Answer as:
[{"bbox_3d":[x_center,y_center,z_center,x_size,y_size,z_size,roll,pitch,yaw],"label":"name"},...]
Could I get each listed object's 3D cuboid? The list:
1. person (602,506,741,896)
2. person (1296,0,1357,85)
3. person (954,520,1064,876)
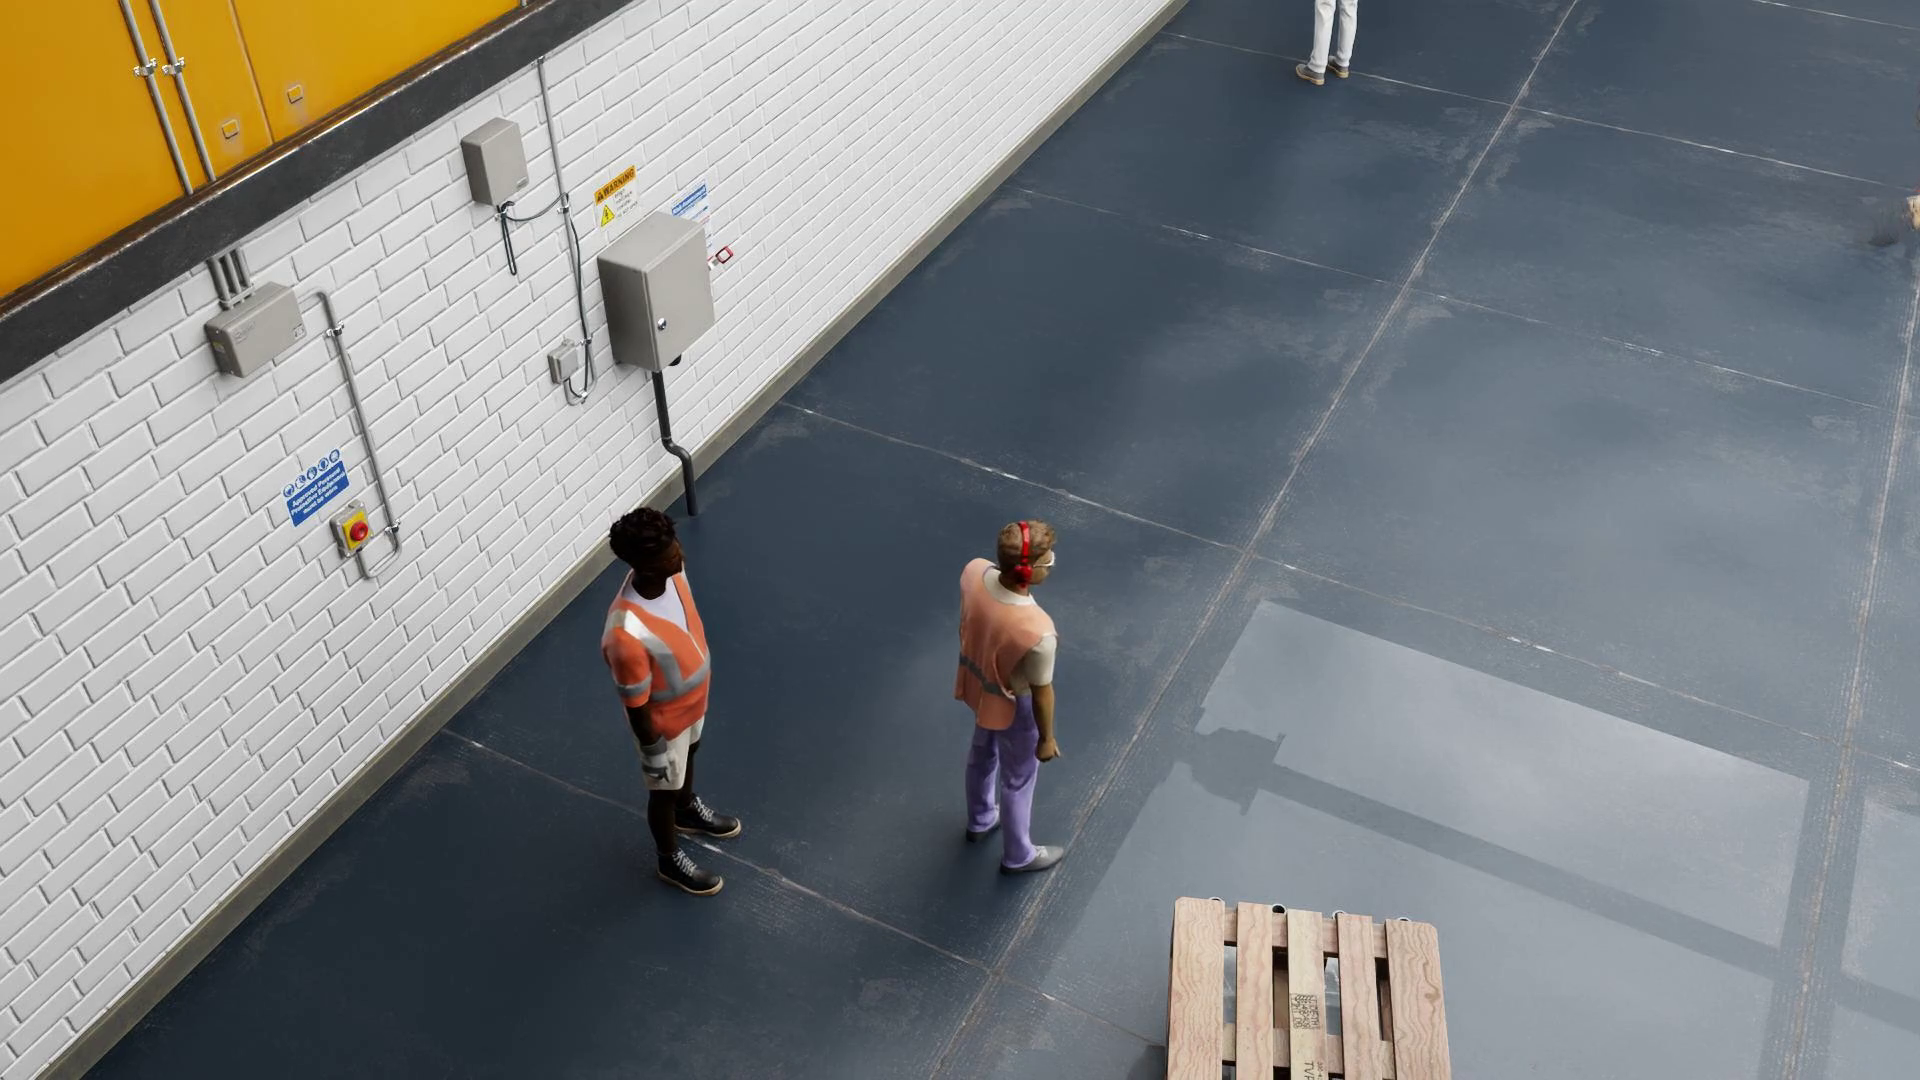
[{"bbox_3d":[-1.181,0.656,6.779,0.361,1.965,0.612,6,41,7],"label":"person"},{"bbox_3d":[2.909,-4.437,12.746,0.583,1.882,0.337,-18,44,-20],"label":"person"},{"bbox_3d":[0.190,0.669,6.860,0.389,1.838,0.562,-23,46,-24],"label":"person"}]
